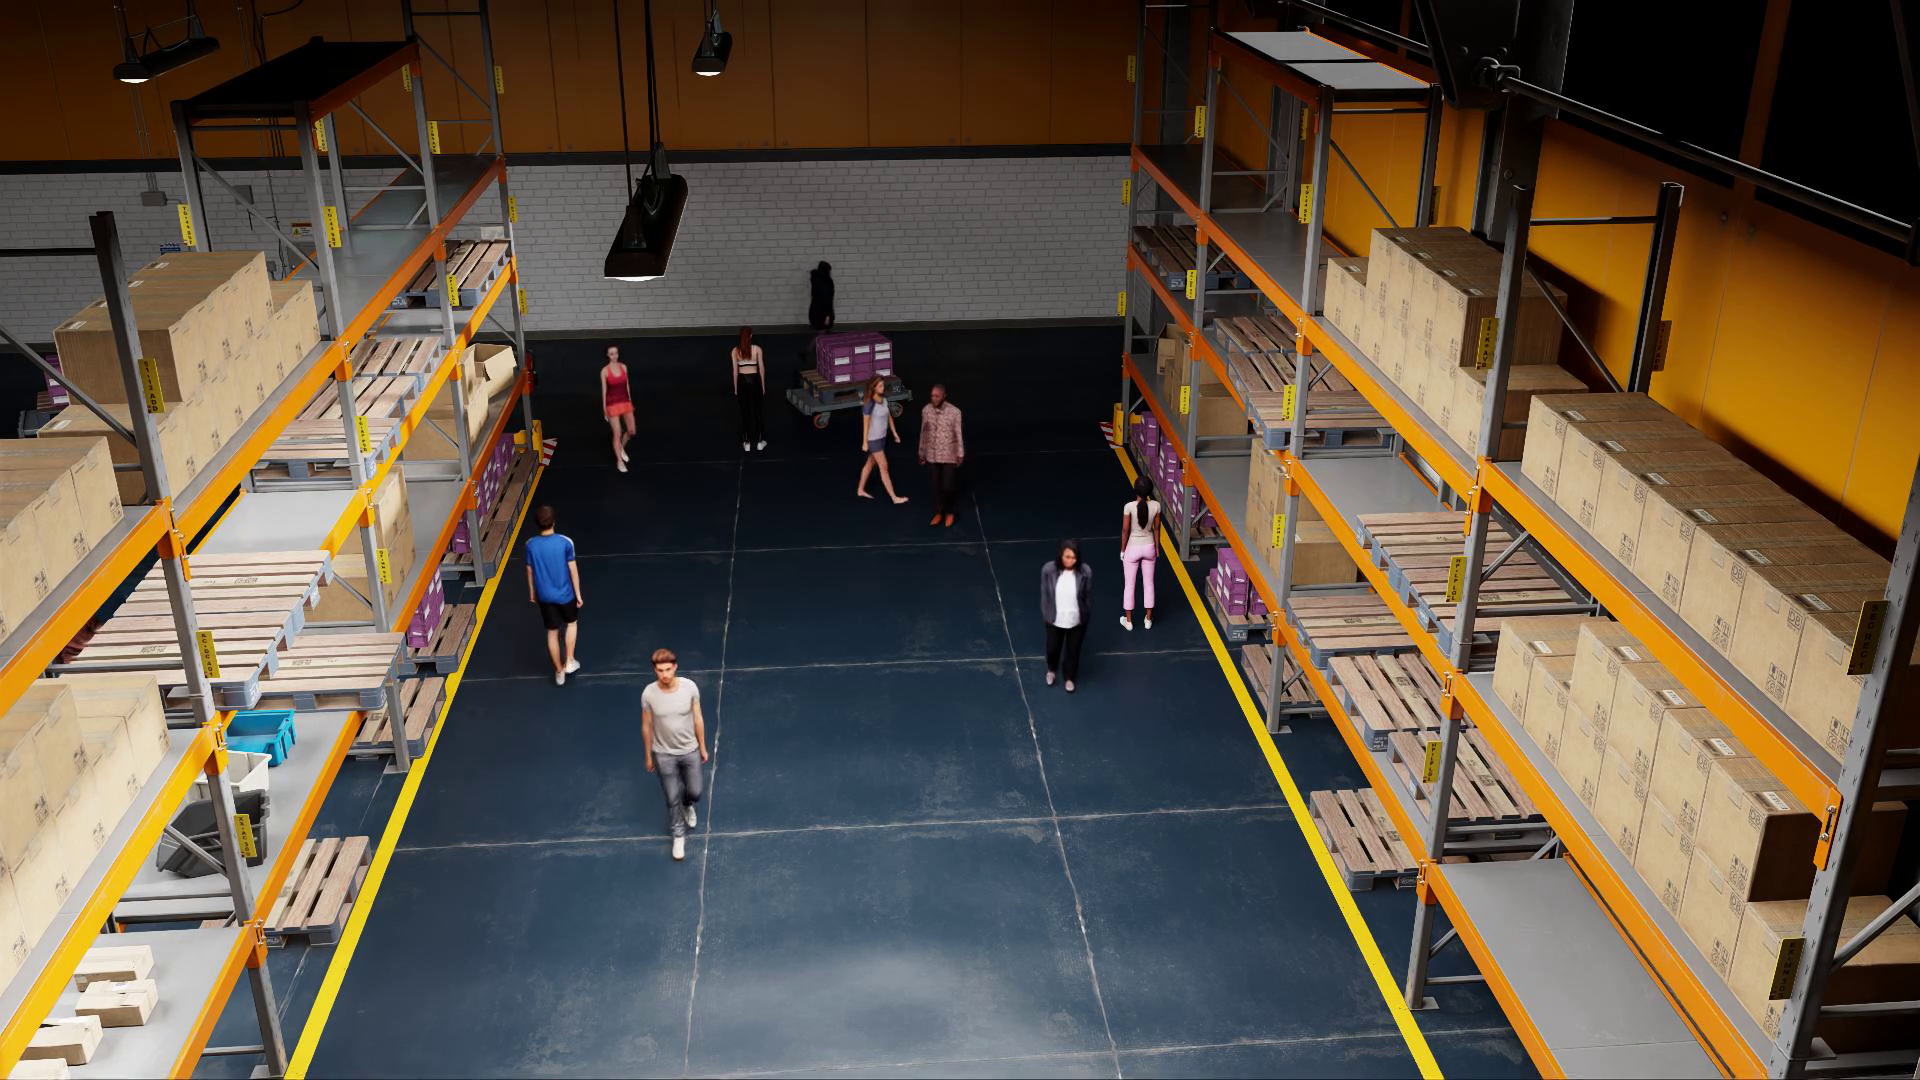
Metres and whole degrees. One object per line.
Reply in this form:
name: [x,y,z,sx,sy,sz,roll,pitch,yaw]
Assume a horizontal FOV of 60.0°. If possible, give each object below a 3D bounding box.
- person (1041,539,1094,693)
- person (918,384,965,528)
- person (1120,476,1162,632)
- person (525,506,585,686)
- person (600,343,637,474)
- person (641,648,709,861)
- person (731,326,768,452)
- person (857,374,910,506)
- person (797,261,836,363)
person: [1.050,0.717,16.389,0.677,1.588,0.675,1,24,2]
person: [-0.187,-1.053,20.190,0.818,1.786,0.812,9,25,21]
person: [1.902,0.123,17.555,0.592,1.742,0.522,-4,24,-8]
person: [-4.001,0.572,16.386,0.682,1.855,0.638,-3,24,-6]
person: [-4.525,-1.764,21.875,0.729,1.739,0.806,-16,28,-32]
person: [-2.353,1.705,13.760,0.739,1.882,0.867,-5,24,-12]
person: [-2.858,-2.063,22.557,0.574,1.740,0.504,-2,24,-5]
person: [-1.123,-1.264,20.799,0.985,1.684,1.050,11,26,23]
person: [-2.243,-3.521,25.999,0.908,1.656,0.954,-11,26,-23]
